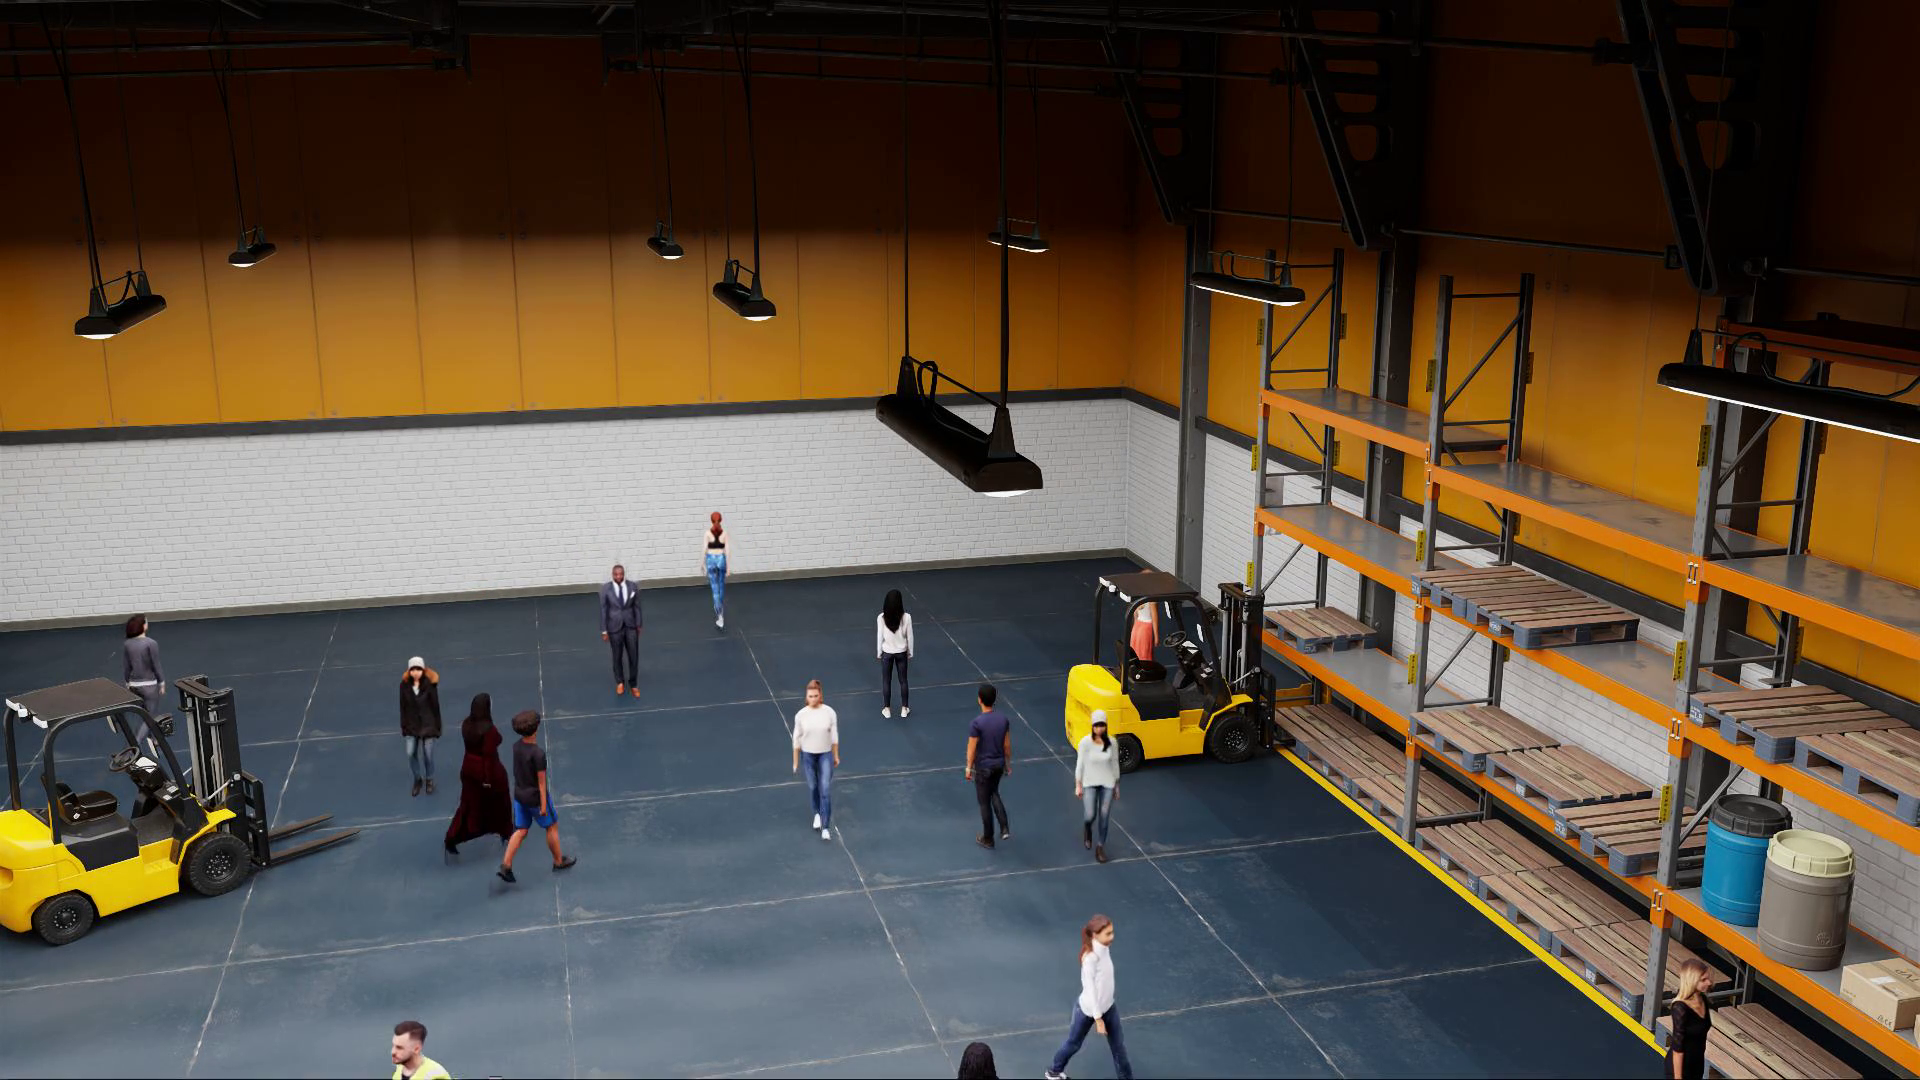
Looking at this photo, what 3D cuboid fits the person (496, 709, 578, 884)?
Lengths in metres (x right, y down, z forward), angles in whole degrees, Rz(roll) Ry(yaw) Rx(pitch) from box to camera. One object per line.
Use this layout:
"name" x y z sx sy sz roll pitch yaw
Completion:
"person" -4.361 2.592 16.655 1.111 1.763 1.147 9 16 33

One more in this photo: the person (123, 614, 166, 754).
"person" -9.869 1.790 20.012 0.894 1.743 1.143 2 14 9

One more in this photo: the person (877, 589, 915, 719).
"person" -0.849 1.455 21.487 0.655 1.700 0.600 -1 14 -6

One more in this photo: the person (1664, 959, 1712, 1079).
"person" 5.192 3.782 11.926 0.613 1.677 0.613 -13 19 -43

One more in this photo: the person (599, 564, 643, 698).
"person" -4.562 1.183 22.393 0.747 1.803 0.835 -4 14 -17

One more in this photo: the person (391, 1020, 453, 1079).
"person" -3.472 3.945 10.913 0.854 1.837 0.930 11 17 38

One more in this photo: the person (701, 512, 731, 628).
"person" -3.722 0.478 25.443 0.666 1.737 1.174 -5 15 -21

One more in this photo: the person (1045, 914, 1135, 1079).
"person" 0.969 3.629 12.900 1.111 1.516 0.962 10 17 35

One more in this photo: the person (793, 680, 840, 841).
"person" -1.537 2.327 17.904 0.797 1.692 1.047 0 14 -1

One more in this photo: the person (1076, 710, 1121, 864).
"person" 1.425 2.512 17.255 0.656 1.638 0.720 -2 14 -8

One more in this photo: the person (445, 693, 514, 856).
"person" -5.044 2.468 17.259 1.095 1.721 1.134 8 16 31

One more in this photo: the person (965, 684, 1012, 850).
"person" 0.353 2.404 17.397 0.752 1.780 0.781 -9 16 -33

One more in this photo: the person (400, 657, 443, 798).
"person" -6.150 2.094 19.009 0.648 1.624 0.631 -2 14 -9

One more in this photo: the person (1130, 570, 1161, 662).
"person" 2.433 1.269 22.032 0.742 1.805 0.599 -7 15 -28
